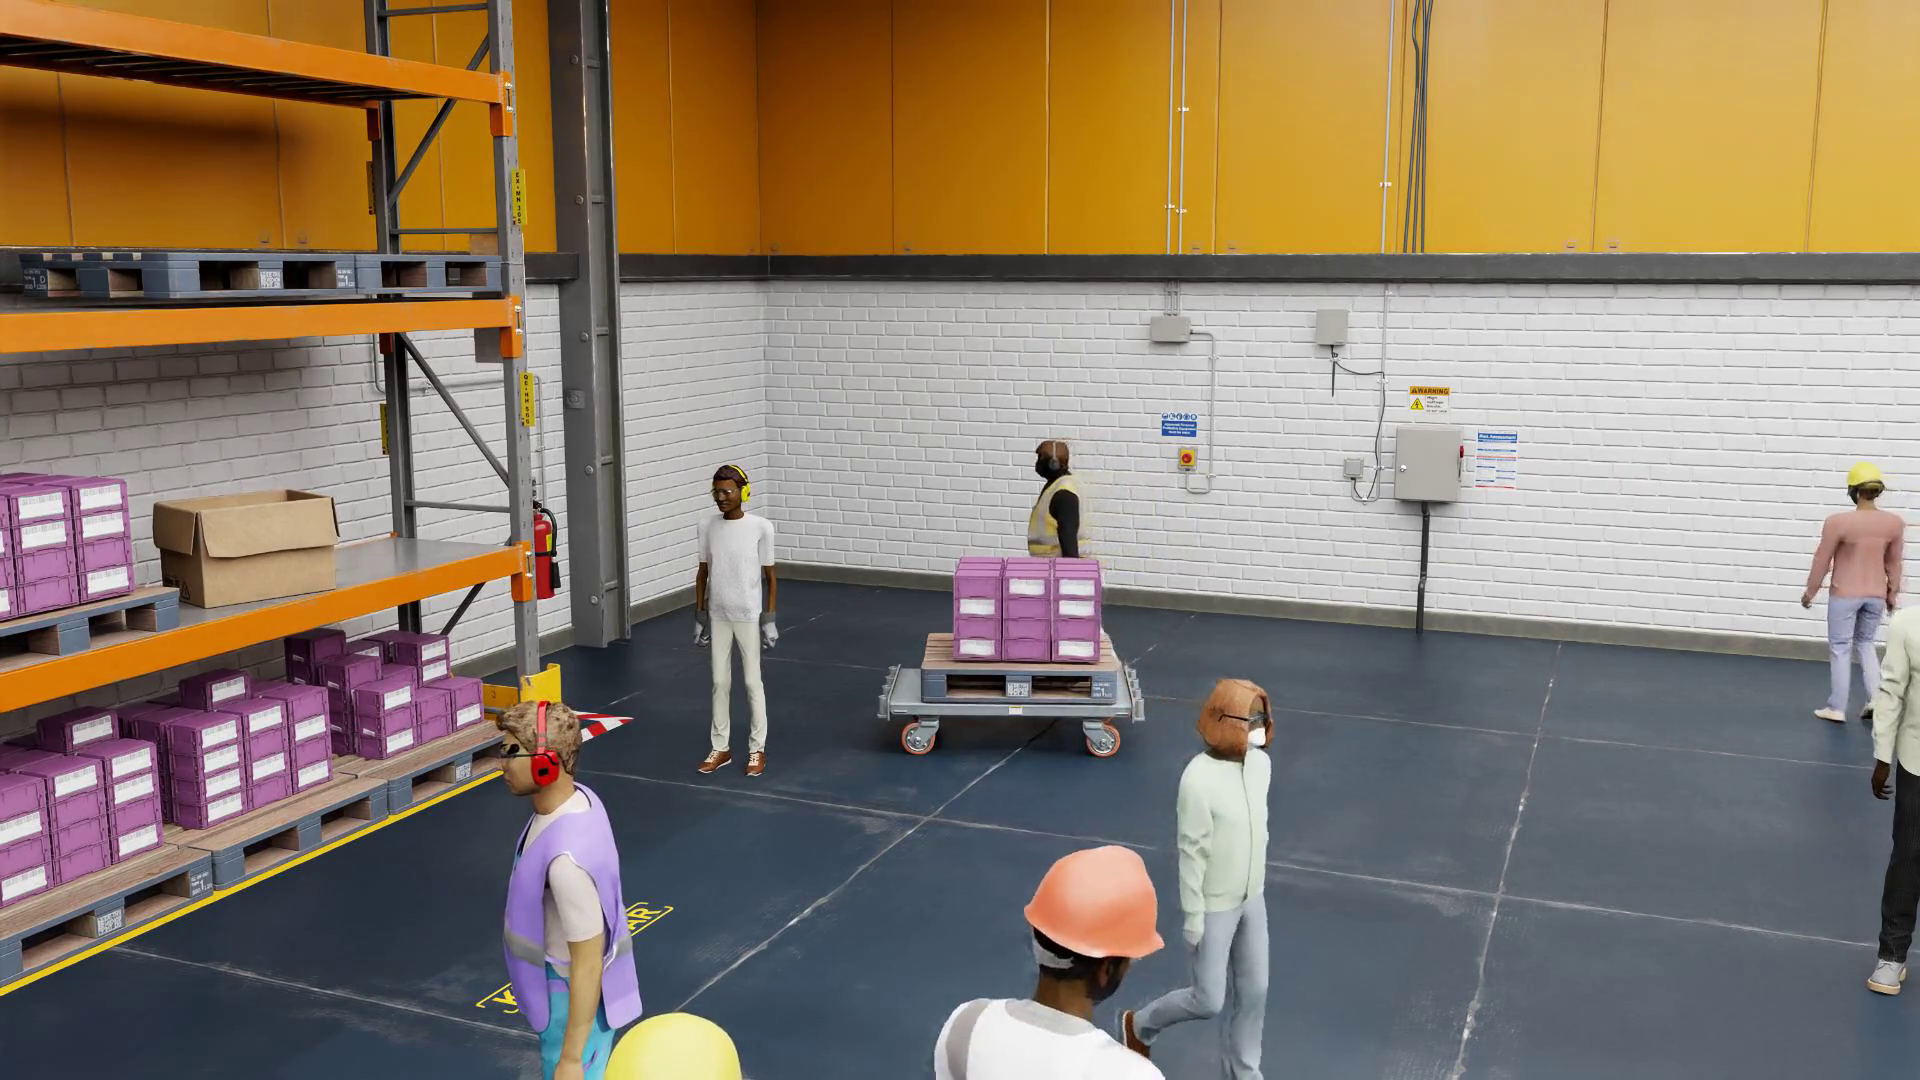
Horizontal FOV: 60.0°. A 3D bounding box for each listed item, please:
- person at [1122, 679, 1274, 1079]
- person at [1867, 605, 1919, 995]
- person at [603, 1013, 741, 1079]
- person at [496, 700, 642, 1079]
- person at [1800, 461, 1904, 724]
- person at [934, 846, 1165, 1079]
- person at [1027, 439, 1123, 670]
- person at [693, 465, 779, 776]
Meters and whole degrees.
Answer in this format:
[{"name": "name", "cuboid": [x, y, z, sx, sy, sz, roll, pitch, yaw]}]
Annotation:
[{"name": "person", "cuboid": [0.900, 1.265, 5.884, 0.509, 1.617, 0.609, -9, 13, -42]}, {"name": "person", "cuboid": [4.087, 0.923, 6.833, 0.619, 1.993, 0.381, 5, 11, 29]}, {"name": "person", "cuboid": [-0.439, 1.651, 2.657, 0.585, 1.917, 0.382, -2, 10, -10]}, {"name": "person", "cuboid": [-1.093, 1.347, 4.714, 0.373, 1.843, 0.572, -3, 10, -16]}, {"name": "person", "cuboid": [5.893, 0.358, 10.969, 0.545, 1.759, 0.358, -1, 9, -5]}, {"name": "person", "cuboid": [0.174, 1.535, 3.379, 0.694, 1.900, 0.669, 7, 12, 38]}, {"name": "person", "cuboid": [0.746, 0.160, 12.063, 0.956, 1.802, 0.644, 0, 9, 0]}, {"name": "person", "cuboid": [-1.343, 0.477, 9.912, 0.538, 1.869, 0.313, 2, 10, 13]}]
